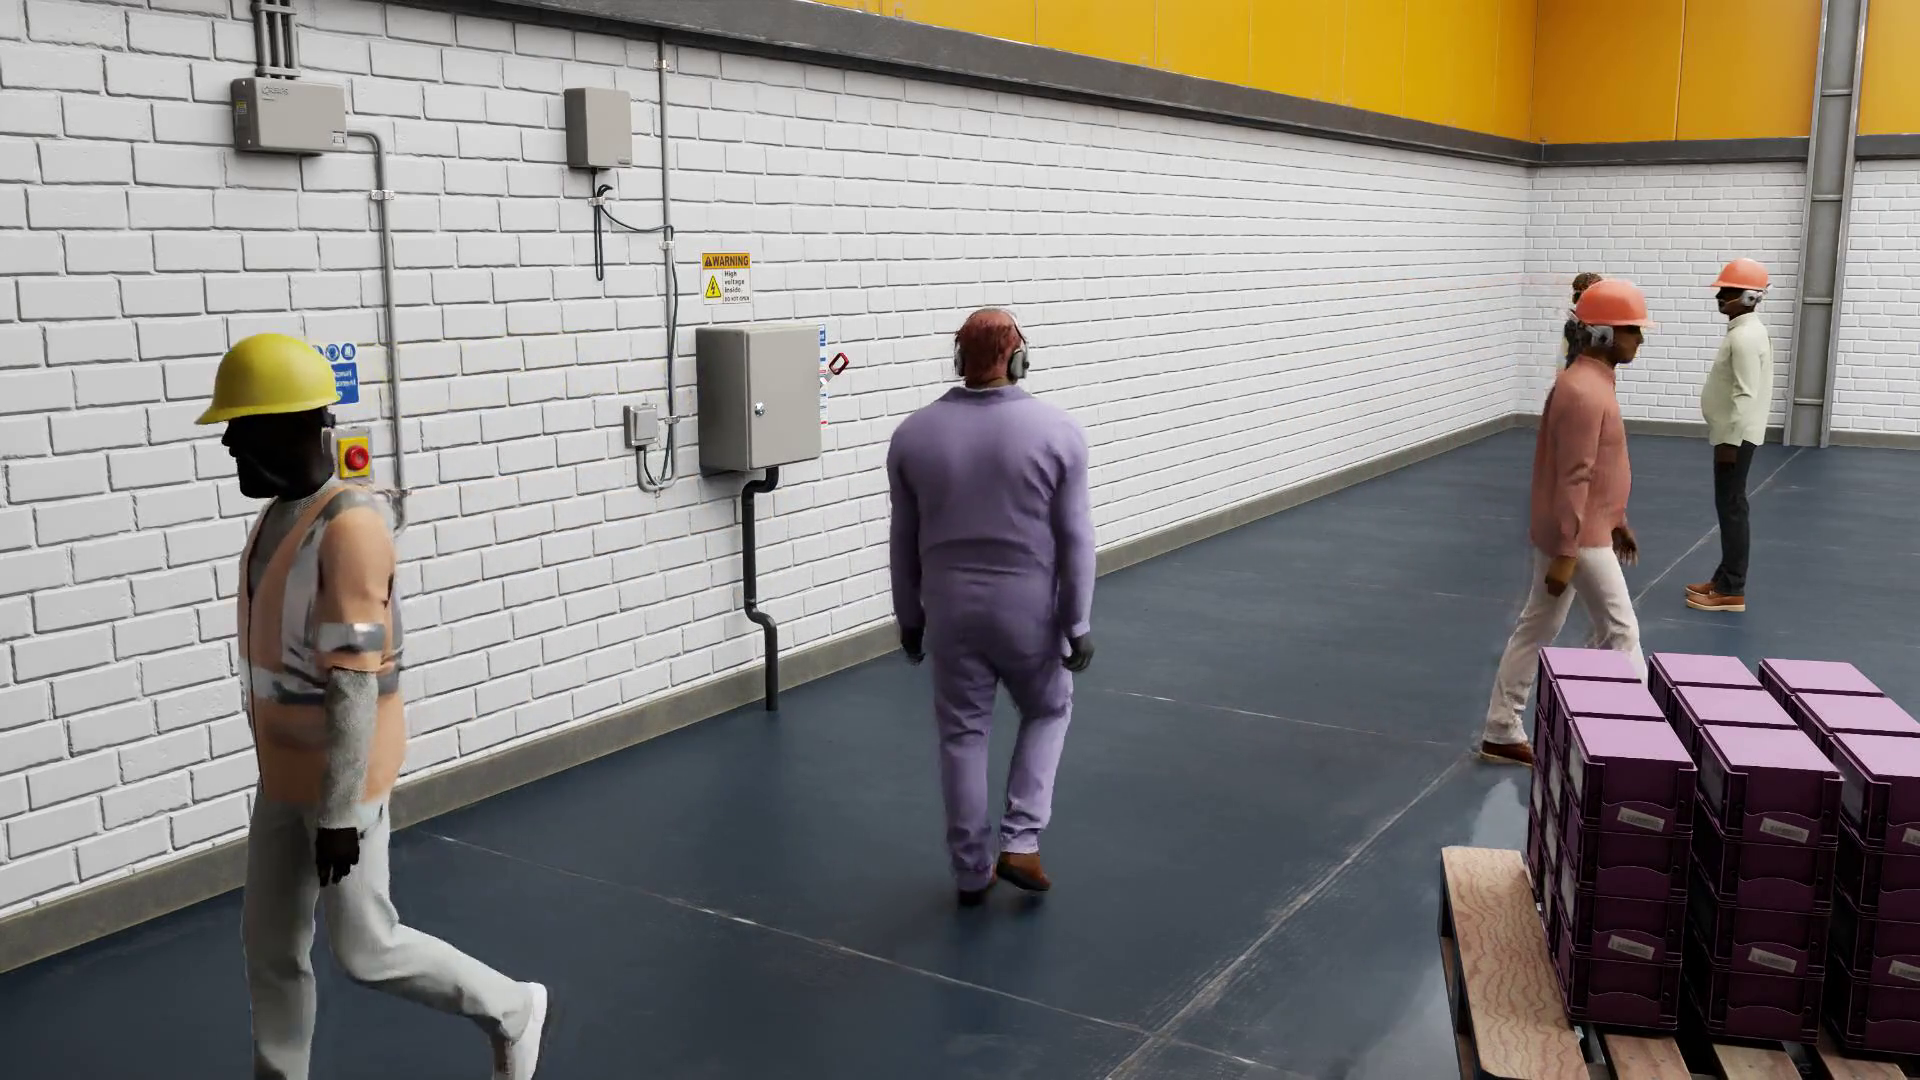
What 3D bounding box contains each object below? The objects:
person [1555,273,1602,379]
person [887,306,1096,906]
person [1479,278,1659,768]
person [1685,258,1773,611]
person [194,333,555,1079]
[{"bbox_3d":[5.018,-1.223,13.406,0.626,1.842,0.429,-9,14,-42],"label":"person"},{"bbox_3d":[0.105,0.223,5.225,0.669,1.894,0.431,3,11,15],"label":"person"},{"bbox_3d":[2.533,-0.019,6.429,0.981,1.950,0.615,3,11,14],"label":"person"},{"bbox_3d":[4.396,-0.594,9.479,0.378,1.995,0.622,5,11,24],"label":"person"},{"bbox_3d":[-1.379,0.486,3.741,0.792,1.905,0.591,-10,14,-43],"label":"person"}]
